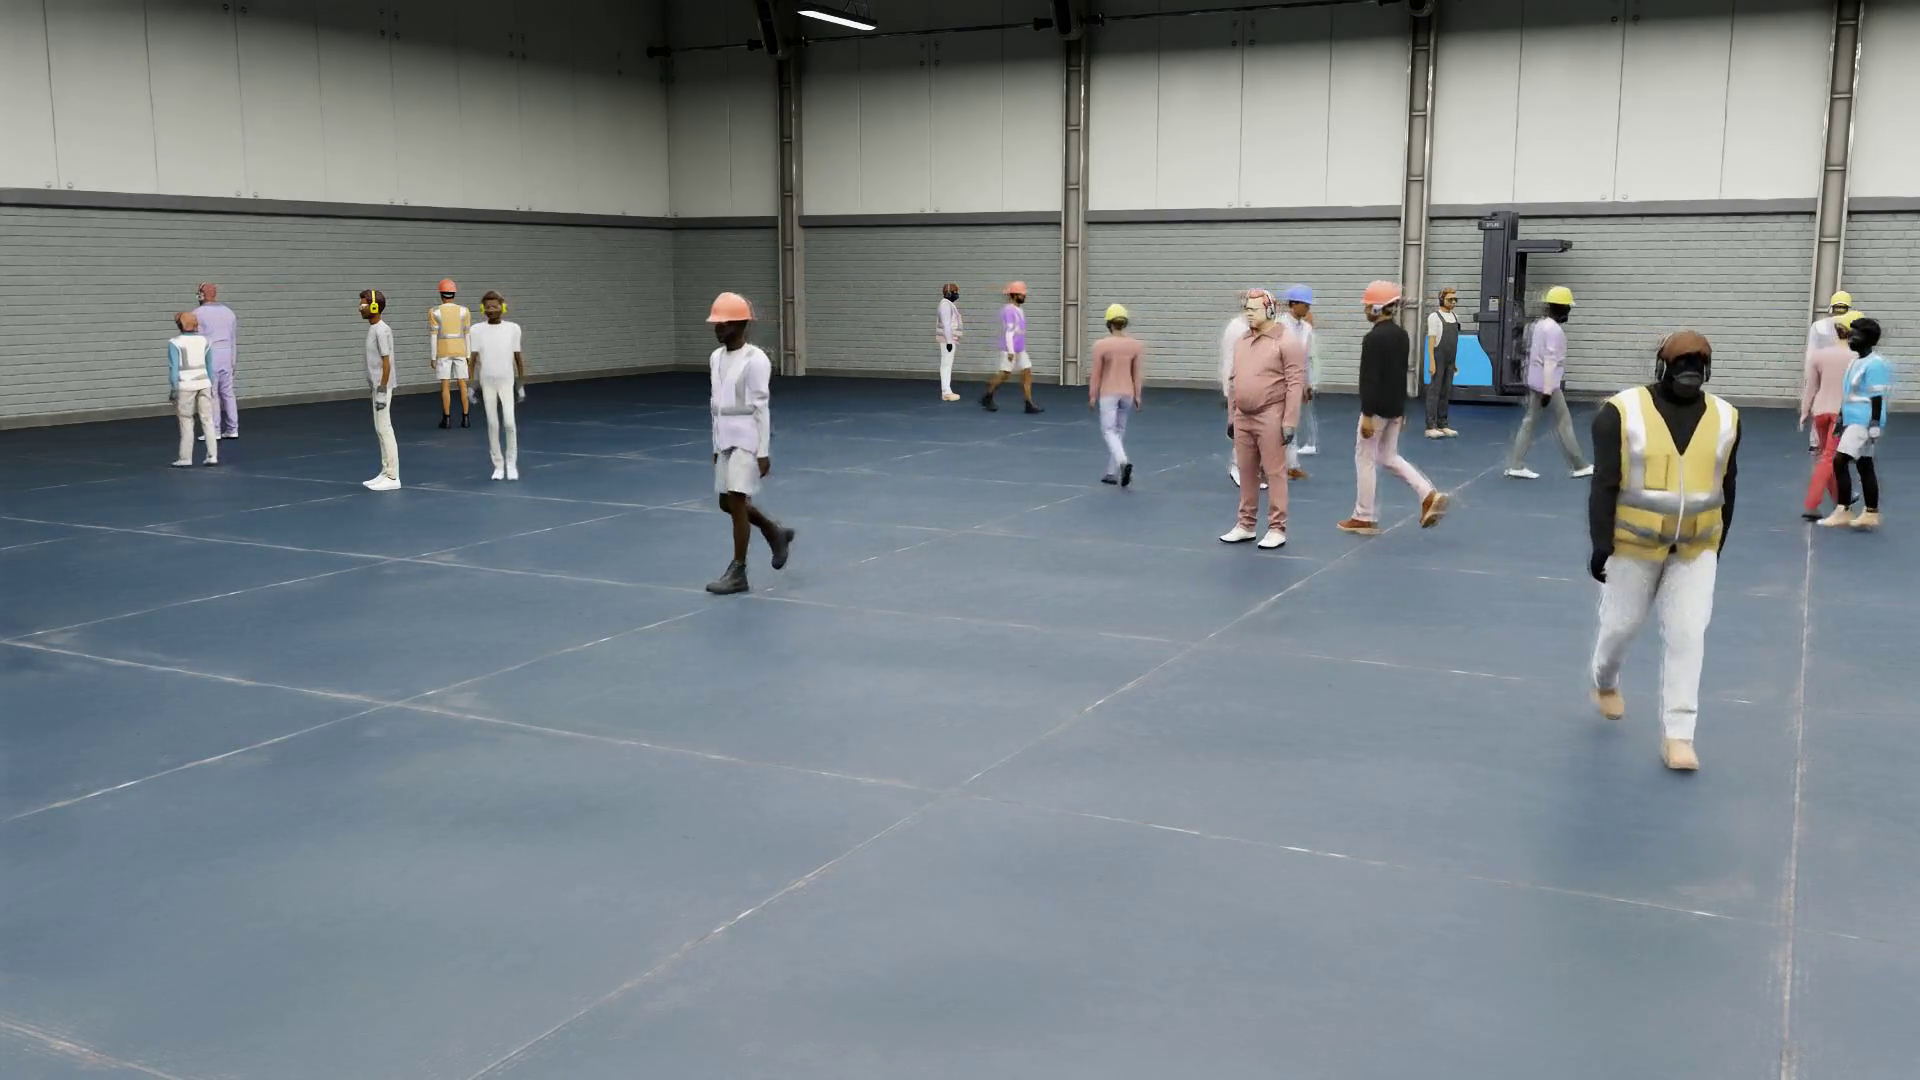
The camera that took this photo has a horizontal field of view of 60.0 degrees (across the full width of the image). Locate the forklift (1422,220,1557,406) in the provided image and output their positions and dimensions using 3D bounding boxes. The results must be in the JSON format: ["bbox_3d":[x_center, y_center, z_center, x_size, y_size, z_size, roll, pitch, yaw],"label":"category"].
[{"bbox_3d":[8.245,-3.527,25.720,1.873,2.768,1.129,5,10,27],"label":"forklift"}]

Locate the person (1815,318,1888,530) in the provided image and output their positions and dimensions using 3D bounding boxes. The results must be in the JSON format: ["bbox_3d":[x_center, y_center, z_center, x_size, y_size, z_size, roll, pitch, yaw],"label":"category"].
[{"bbox_3d":[7.032,-0.913,13.154,0.624,1.669,0.546,2,9,13],"label":"person"}]

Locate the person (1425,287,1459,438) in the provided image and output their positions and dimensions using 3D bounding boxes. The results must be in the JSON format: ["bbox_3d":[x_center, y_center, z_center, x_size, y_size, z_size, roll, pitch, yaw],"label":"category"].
[{"bbox_3d":[5.969,-2.192,20.532,0.514,1.844,0.333,-7,12,-37],"label":"person"}]

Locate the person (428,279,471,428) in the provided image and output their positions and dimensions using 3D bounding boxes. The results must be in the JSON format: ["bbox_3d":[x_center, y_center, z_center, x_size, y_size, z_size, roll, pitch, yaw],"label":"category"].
[{"bbox_3d":[-6.679,-2.443,21.804,0.544,1.938,0.359,-5,11,-30],"label":"person"}]

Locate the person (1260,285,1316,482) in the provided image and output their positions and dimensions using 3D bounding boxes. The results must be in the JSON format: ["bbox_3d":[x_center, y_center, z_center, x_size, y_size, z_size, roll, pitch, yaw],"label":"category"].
[{"bbox_3d":[3.242,-1.522,16.203,0.626,1.904,0.843,-8,12,-42],"label":"person"}]

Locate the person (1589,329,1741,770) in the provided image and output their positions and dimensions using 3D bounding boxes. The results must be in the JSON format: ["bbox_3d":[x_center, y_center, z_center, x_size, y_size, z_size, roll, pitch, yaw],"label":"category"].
[{"bbox_3d":[2.981,0.002,7.120,0.625,1.815,0.819,1,9,7],"label":"person"}]

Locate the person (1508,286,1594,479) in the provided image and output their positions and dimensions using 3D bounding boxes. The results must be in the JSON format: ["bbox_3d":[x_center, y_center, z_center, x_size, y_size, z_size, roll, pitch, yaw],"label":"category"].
[{"bbox_3d":[5.877,-1.531,16.325,0.949,1.881,0.614,0,9,1],"label":"person"}]

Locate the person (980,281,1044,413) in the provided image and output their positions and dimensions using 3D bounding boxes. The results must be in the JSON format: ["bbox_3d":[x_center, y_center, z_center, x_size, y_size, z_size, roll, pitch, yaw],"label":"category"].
[{"bbox_3d":[0.746,-2.798,24.093,0.948,1.905,0.549,5,10,26],"label":"person"}]

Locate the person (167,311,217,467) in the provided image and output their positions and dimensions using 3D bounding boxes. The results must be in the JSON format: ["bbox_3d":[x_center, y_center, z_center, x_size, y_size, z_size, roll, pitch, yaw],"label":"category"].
[{"bbox_3d":[-8.081,-1.590,17.490,0.338,1.641,0.518,5,11,29],"label":"person"}]

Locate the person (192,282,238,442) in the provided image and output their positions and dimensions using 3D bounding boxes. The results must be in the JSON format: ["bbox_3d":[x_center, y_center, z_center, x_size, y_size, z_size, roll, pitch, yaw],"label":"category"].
[{"bbox_3d":[-9.047,-2.155,20.126,0.402,1.906,0.651,4,10,21],"label":"person"}]

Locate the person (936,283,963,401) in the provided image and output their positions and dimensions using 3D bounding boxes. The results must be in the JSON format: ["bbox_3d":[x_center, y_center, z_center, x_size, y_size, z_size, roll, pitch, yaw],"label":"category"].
[{"bbox_3d":[-0.162,-3.155,26.486,0.430,1.845,0.619,0,9,2],"label":"person"}]

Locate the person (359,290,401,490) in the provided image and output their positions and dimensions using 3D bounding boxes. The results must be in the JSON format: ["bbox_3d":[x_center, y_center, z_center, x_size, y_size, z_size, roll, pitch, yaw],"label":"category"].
[{"bbox_3d":[-5.482,-1.413,15.655,0.322,1.871,0.531,-5,10,-26],"label":"person"}]

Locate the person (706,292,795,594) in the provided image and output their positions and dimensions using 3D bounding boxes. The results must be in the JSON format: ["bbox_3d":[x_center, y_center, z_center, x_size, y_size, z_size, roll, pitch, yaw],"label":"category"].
[{"bbox_3d":[-1.370,-0.641,10.783,0.549,1.919,0.720,9,13,44],"label":"person"}]

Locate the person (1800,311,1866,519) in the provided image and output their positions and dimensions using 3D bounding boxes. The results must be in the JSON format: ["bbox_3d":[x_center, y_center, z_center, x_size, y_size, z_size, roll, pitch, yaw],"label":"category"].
[{"bbox_3d":[7.327,-1.041,13.840,0.919,1.704,0.531,-6,11,-31],"label":"person"}]

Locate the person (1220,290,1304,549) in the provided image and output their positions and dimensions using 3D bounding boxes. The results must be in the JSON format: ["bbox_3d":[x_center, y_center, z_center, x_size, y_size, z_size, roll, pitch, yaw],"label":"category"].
[{"bbox_3d":[2.226,-0.899,12.377,0.402,1.906,0.652,-7,12,-38],"label":"person"}]

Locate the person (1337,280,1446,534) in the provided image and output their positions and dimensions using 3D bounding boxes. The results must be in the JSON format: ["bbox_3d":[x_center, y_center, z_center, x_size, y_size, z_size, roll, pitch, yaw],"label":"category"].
[{"bbox_3d":[3.351,-1.015,12.886,0.749,1.979,0.629,8,12,41],"label":"person"}]

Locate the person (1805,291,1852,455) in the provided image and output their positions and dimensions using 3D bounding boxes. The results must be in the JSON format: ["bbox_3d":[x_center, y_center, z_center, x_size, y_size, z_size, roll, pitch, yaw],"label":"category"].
[{"bbox_3d":[9.754,-1.857,18.551,0.599,1.825,0.404,3,10,18],"label":"person"}]

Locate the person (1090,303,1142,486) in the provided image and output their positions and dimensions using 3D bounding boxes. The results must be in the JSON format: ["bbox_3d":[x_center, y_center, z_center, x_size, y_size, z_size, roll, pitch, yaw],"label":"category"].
[{"bbox_3d":[1.507,-1.376,15.827,0.527,1.744,0.746,-3,10,-20],"label":"person"}]

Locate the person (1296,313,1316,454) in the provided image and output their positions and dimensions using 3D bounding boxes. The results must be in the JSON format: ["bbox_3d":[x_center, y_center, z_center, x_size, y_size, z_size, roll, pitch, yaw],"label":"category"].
[{"bbox_3d":[3.733,-1.756,18.564,0.645,1.610,0.524,-1,9,-7],"label":"person"}]

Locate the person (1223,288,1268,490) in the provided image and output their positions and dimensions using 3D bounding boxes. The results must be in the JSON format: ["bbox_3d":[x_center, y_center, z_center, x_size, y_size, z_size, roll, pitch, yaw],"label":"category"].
[{"bbox_3d":[2.780,-1.410,15.592,0.646,1.892,0.434,-8,12,-40],"label":"person"}]

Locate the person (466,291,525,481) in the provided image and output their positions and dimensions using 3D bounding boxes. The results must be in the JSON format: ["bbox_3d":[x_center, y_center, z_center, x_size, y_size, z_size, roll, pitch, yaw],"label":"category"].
[{"bbox_3d":[-4.533,-1.488,16.188,0.528,1.850,0.663,-1,9,-9],"label":"person"}]
